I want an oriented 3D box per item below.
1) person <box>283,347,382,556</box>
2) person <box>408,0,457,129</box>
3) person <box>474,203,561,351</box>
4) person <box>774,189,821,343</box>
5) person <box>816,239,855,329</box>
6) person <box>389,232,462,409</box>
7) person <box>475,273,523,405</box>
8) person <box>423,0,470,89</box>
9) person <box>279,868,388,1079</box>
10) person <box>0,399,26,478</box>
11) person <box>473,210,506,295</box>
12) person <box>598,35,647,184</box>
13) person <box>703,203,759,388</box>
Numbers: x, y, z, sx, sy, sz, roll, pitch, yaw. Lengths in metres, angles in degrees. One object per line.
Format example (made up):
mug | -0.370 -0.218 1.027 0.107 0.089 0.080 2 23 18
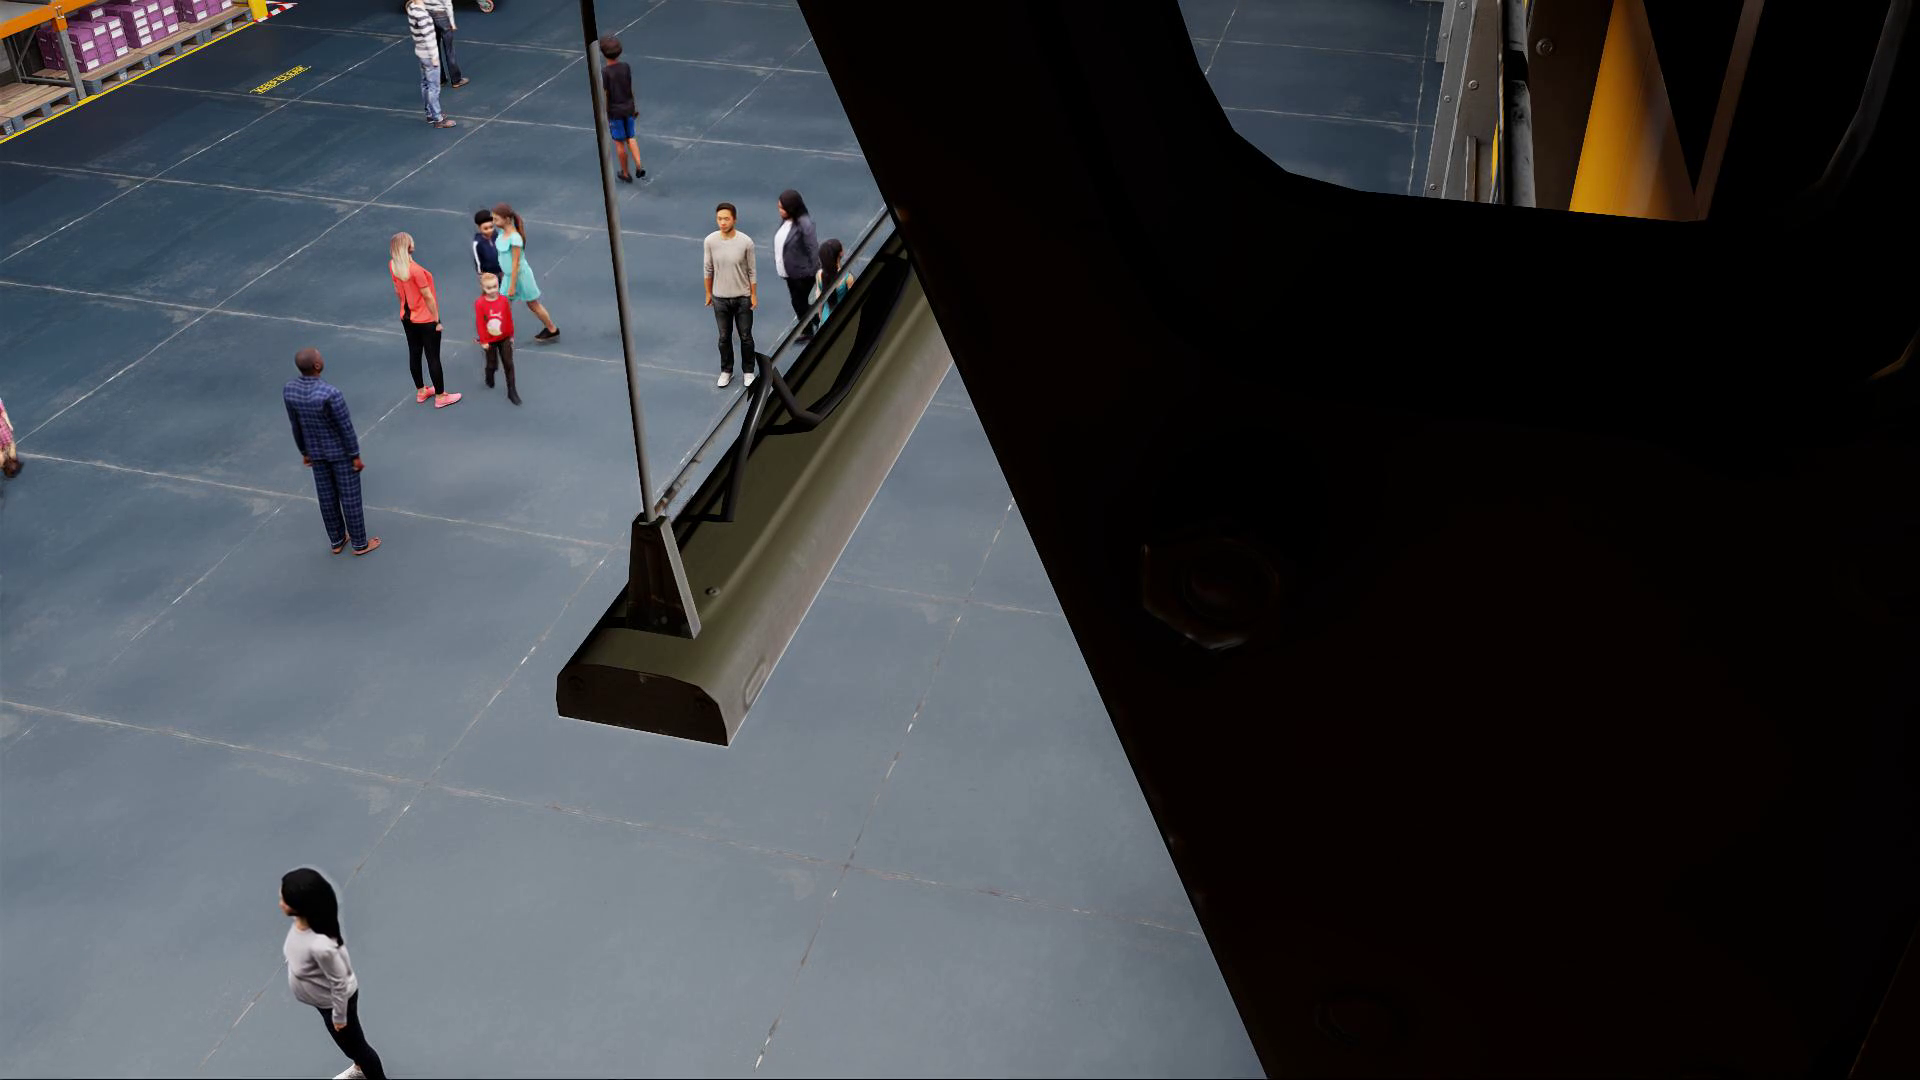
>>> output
person | -4.989 -0.704 13.161 0.679 1.824 0.607 7 34 10
person | -6.921 -6.308 21.564 0.763 1.854 0.711 -19 38 -26
person | -4.239 -2.564 16.245 1.093 1.508 1.018 -18 38 -25
person | -1.506 -2.696 16.373 0.929 1.586 0.871 -22 39 -29
person | -1.115 -1.954 15.161 0.557 1.692 0.484 10 35 15
person | -4.971 -2.027 15.268 0.649 1.694 0.621 19 38 26
person | -4.335 -1.896 15.455 0.752 1.270 0.802 -20 38 -27
person | -7.190 -7.172 22.896 0.648 1.819 0.565 10 35 14
person | -3.271 2.352 8.675 0.738 1.700 0.700 -23 40 -30
person | -8.348 -0.994 14.328 0.515 1.016 0.557 -8 34 -12
person | -4.733 -2.769 16.819 0.697 1.213 0.754 -20 38 -27
person | -3.995 -5.090 19.792 0.841 1.789 0.886 -26 42 -34
person | -2.135 -2.309 15.587 0.699 1.812 0.637 0 34 0
